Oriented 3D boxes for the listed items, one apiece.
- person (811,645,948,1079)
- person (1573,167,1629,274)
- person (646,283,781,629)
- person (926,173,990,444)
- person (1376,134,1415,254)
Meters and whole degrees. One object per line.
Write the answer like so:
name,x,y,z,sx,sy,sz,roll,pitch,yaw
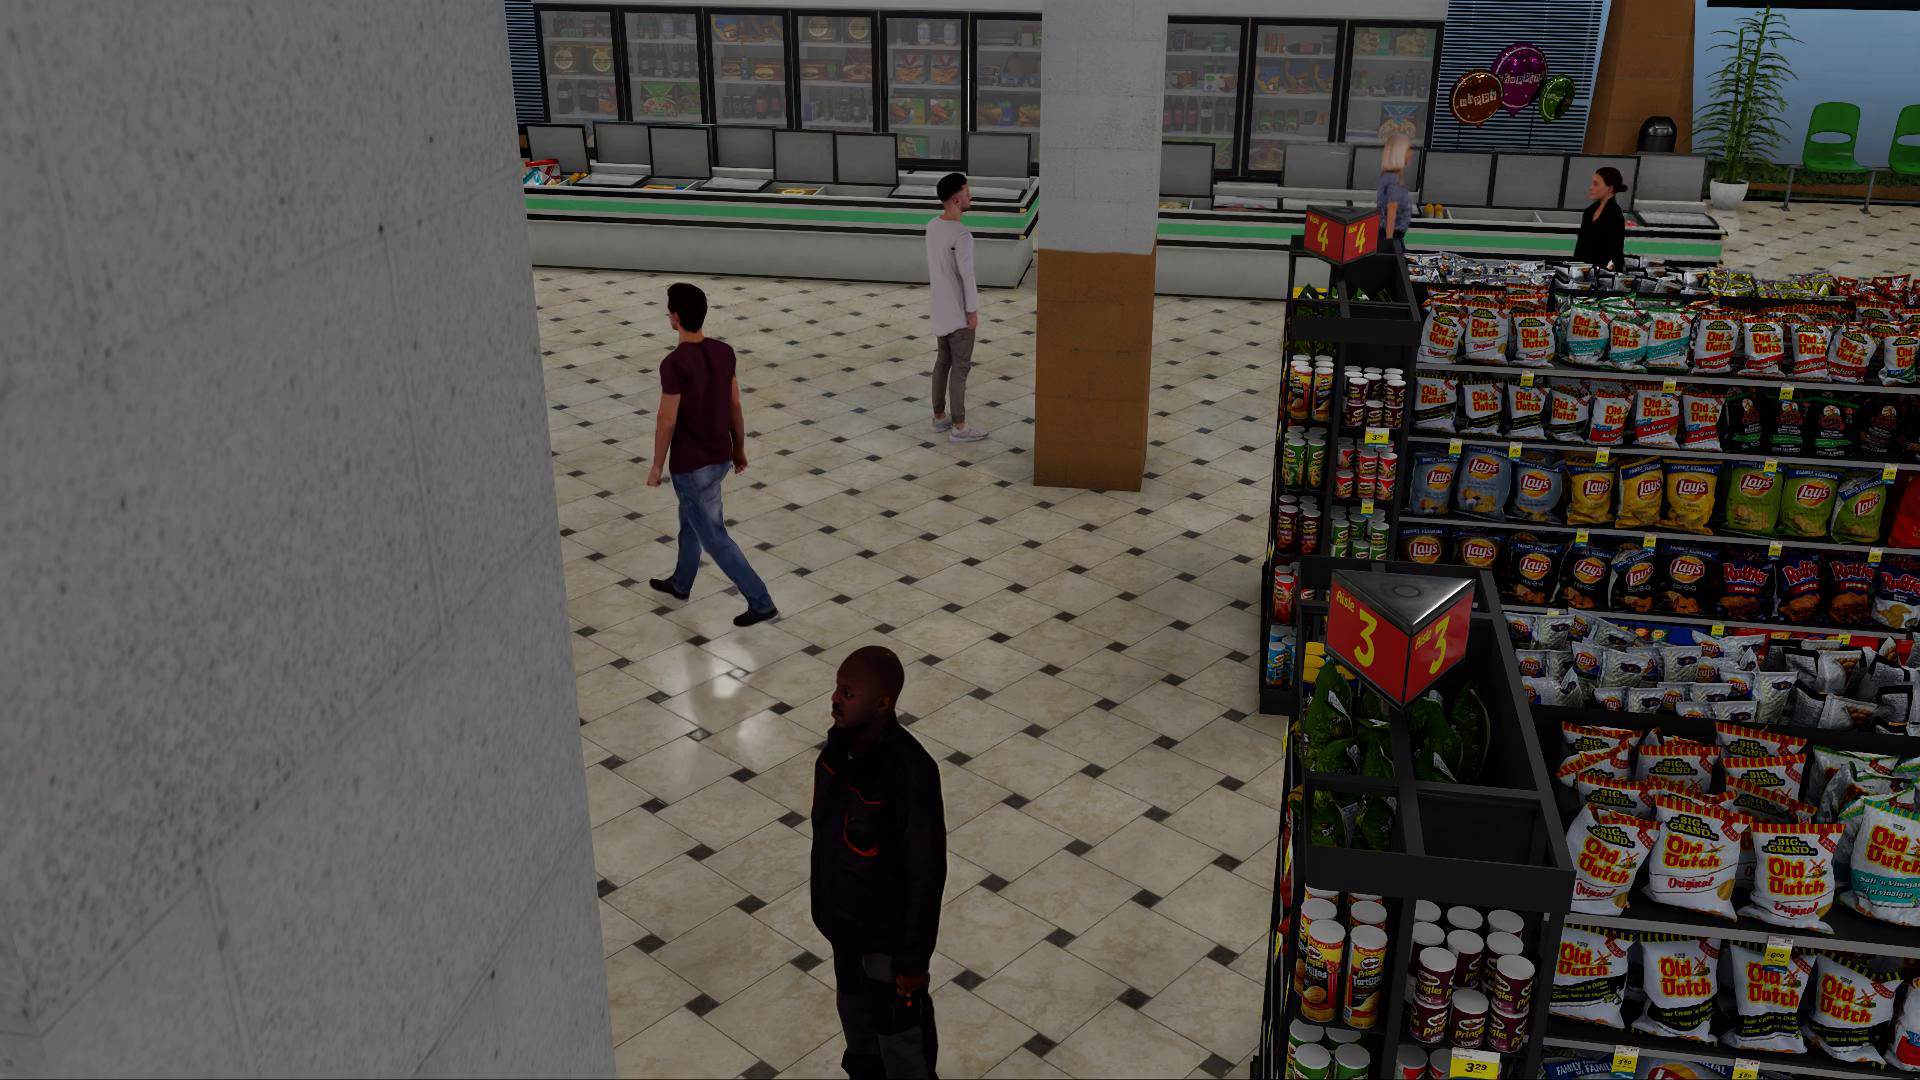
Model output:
person,-0.240,1.134,5.145,0.841,1.825,0.772,-17,29,-34
person,4.705,-1.847,12.112,0.862,1.702,0.772,-3,24,-6
person,-1.274,-0.382,8.632,1.266,1.807,0.942,13,27,27
person,-0.043,-1.592,11.357,0.787,1.840,0.745,-14,27,-28
person,3.330,-2.364,13.280,0.689,1.712,0.645,1,24,2
